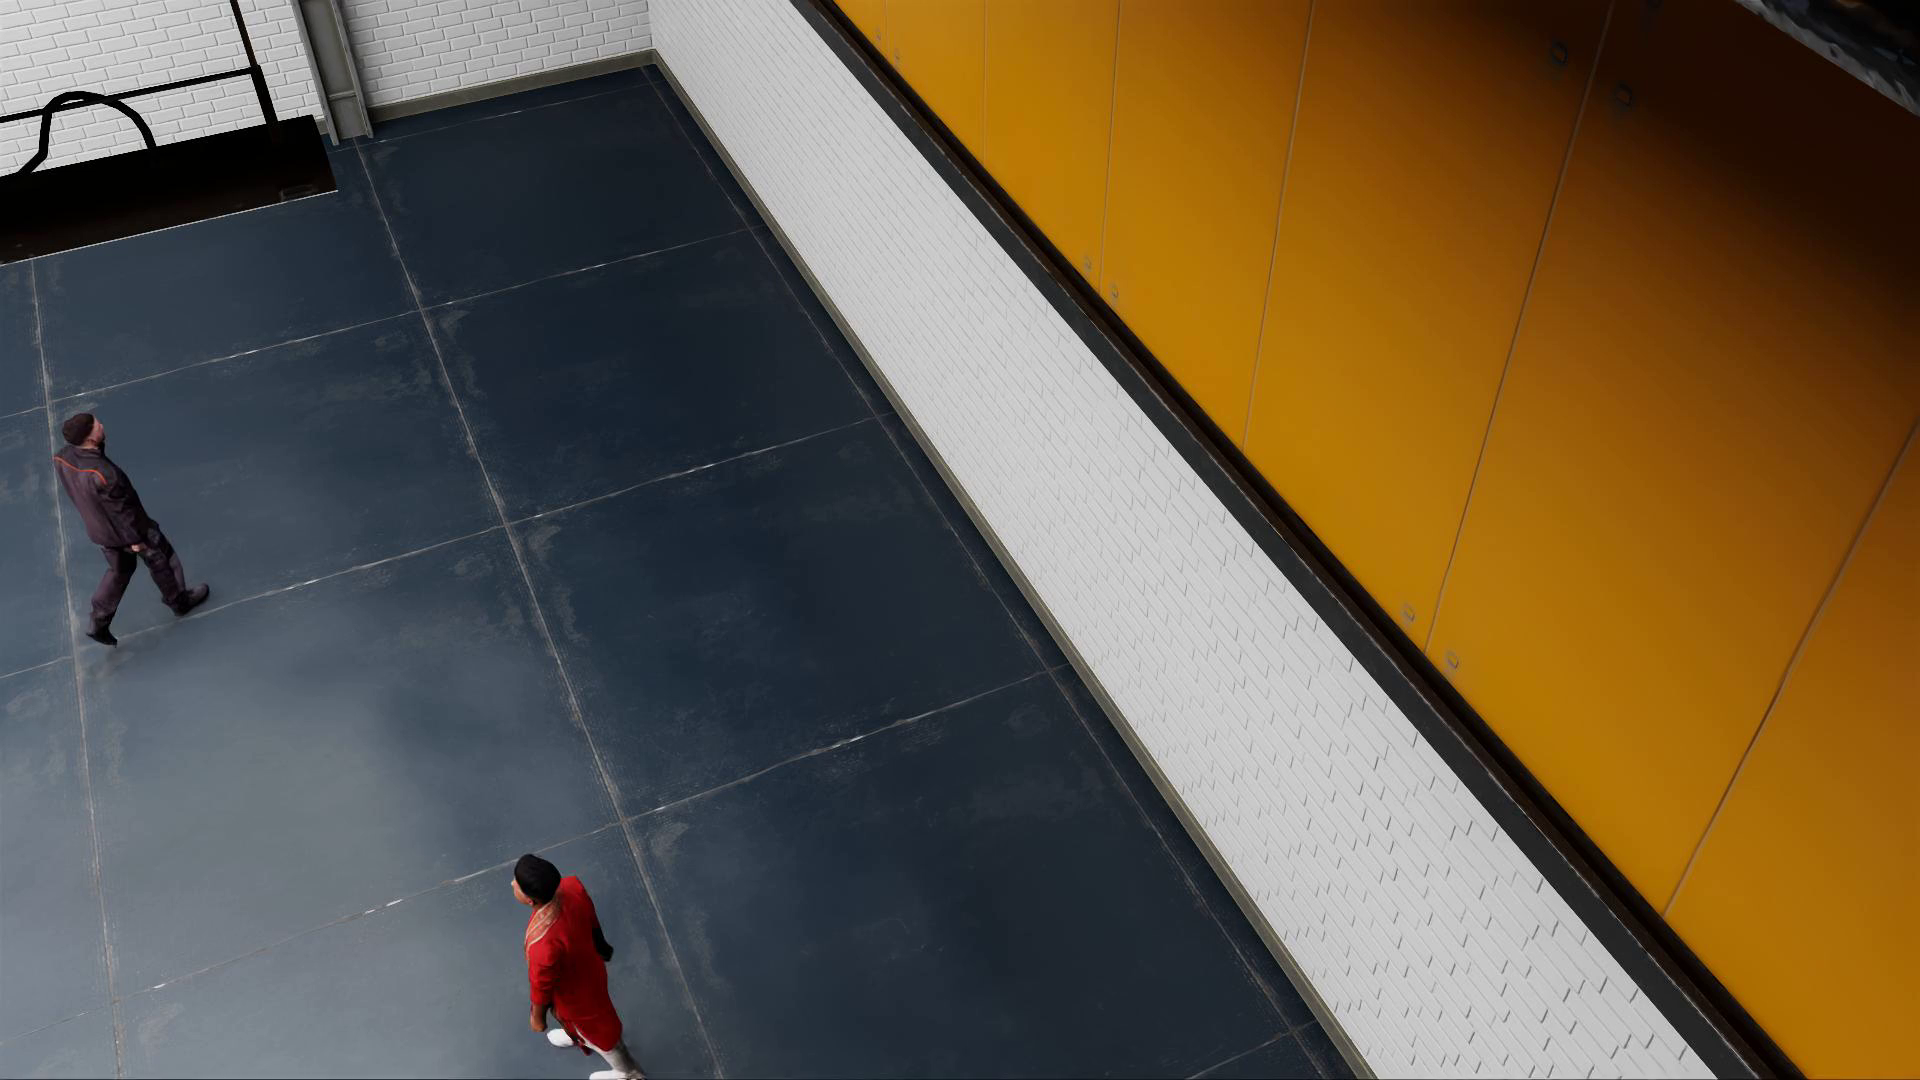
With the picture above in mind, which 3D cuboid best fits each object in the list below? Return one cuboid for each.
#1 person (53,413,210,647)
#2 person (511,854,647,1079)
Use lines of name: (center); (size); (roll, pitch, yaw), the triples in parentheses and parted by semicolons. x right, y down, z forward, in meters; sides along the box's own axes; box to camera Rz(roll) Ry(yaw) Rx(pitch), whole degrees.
person: (-5.628, -0.058, 10.989); (1.105, 1.833, 1.211); (19, 47, 19)
person: (-1.863, 2.253, 8.546); (1.008, 1.857, 0.908); (1, 44, 1)
